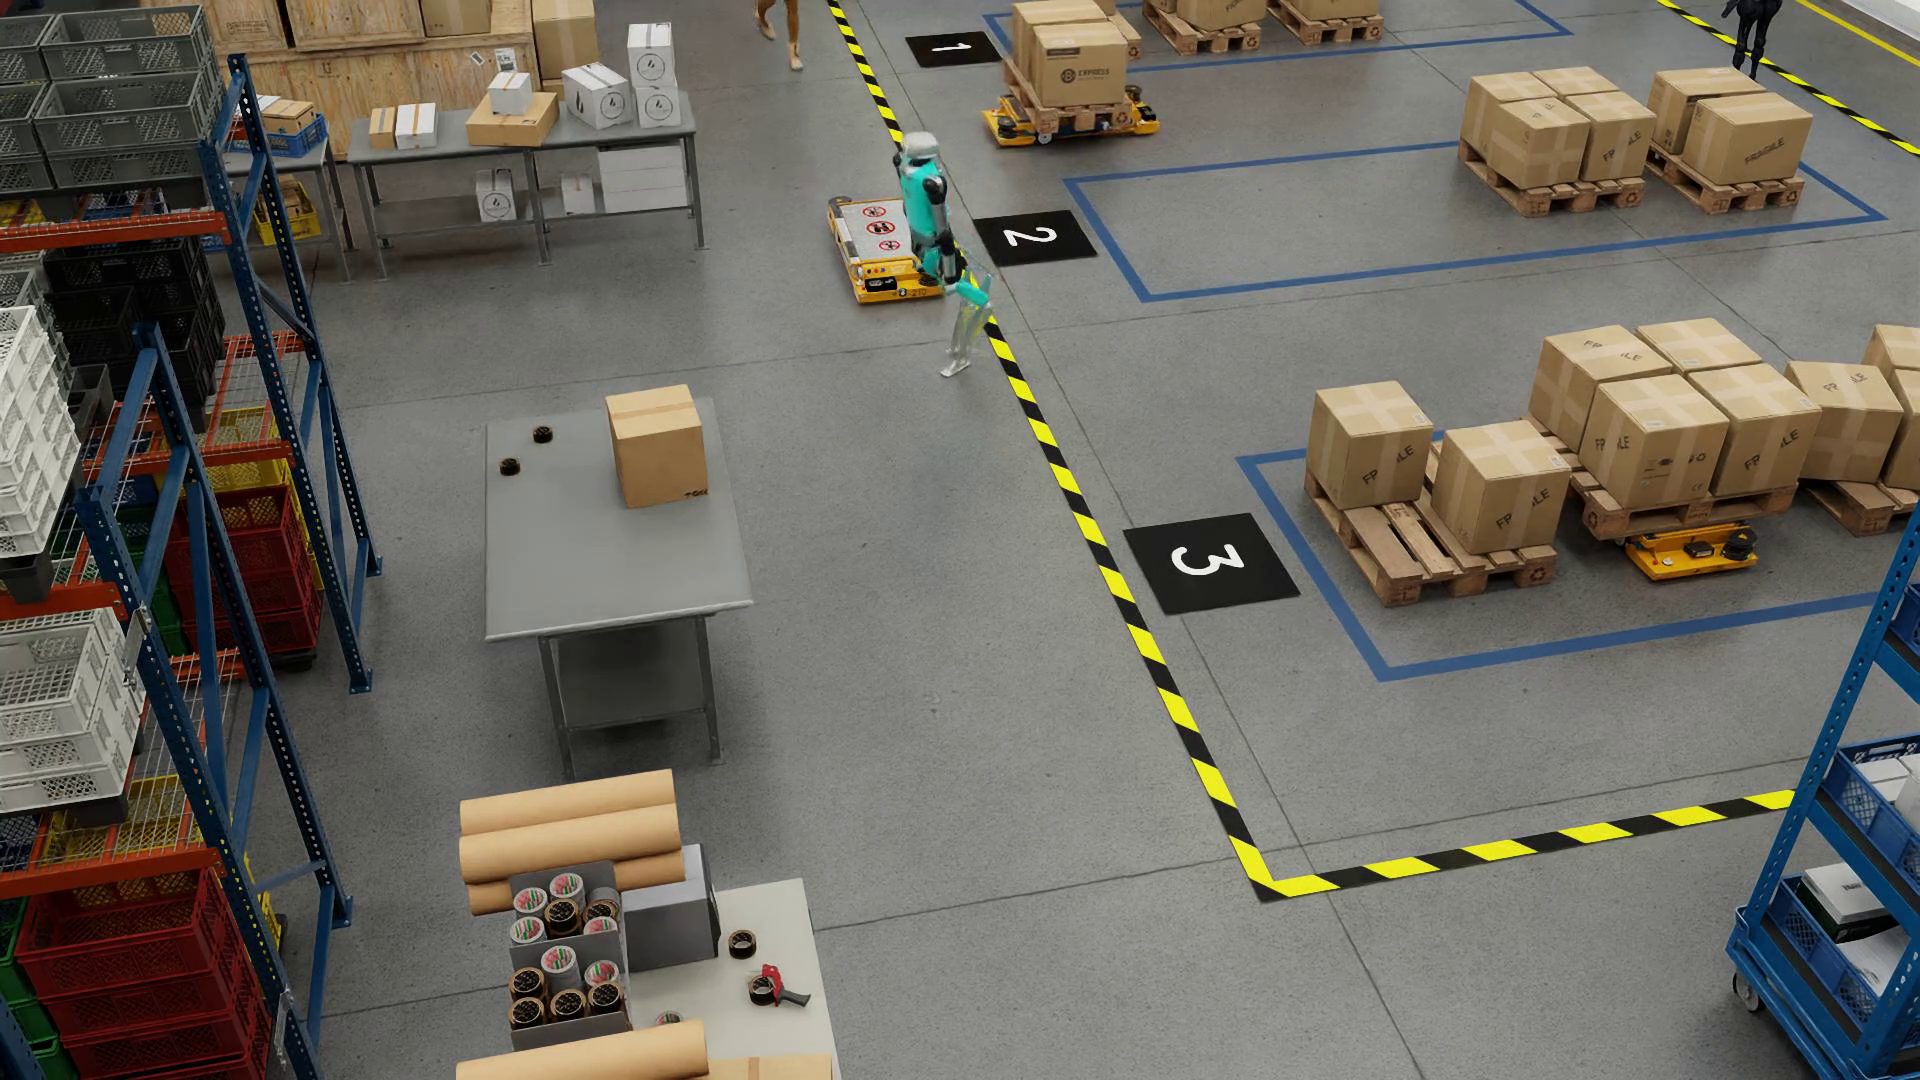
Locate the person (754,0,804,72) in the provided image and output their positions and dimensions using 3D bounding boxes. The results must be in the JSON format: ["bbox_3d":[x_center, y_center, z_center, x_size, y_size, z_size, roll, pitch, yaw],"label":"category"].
[{"bbox_3d":[-1.731,-5.461,15.448,0.619,2.006,0.920,-13,39,-17],"label":"person"}]

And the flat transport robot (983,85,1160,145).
[{"bbox_3d":[0.968,-3.721,14.532,1.431,0.197,0.652,-8,37,-10],"label":"flat transport robot"}]

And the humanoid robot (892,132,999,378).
[{"bbox_3d":[-0.026,-1.857,10.828,0.799,1.766,0.580,-19,41,-23],"label":"humanoid robot"}]

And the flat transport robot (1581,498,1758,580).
[{"bbox_3d":[4.062,-0.294,9.926,0.652,0.197,1.431,-8,37,-10],"label":"flat transport robot"}]

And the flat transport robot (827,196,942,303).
[{"bbox_3d":[-0.570,-2.220,12.538,0.659,0.231,1.431,-8,37,-10],"label":"flat transport robot"}]

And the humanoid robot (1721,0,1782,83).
[{"bbox_3d":[7.166,-4.883,14.922,0.599,1.659,0.315,-15,39,-19],"label":"humanoid robot"}]
